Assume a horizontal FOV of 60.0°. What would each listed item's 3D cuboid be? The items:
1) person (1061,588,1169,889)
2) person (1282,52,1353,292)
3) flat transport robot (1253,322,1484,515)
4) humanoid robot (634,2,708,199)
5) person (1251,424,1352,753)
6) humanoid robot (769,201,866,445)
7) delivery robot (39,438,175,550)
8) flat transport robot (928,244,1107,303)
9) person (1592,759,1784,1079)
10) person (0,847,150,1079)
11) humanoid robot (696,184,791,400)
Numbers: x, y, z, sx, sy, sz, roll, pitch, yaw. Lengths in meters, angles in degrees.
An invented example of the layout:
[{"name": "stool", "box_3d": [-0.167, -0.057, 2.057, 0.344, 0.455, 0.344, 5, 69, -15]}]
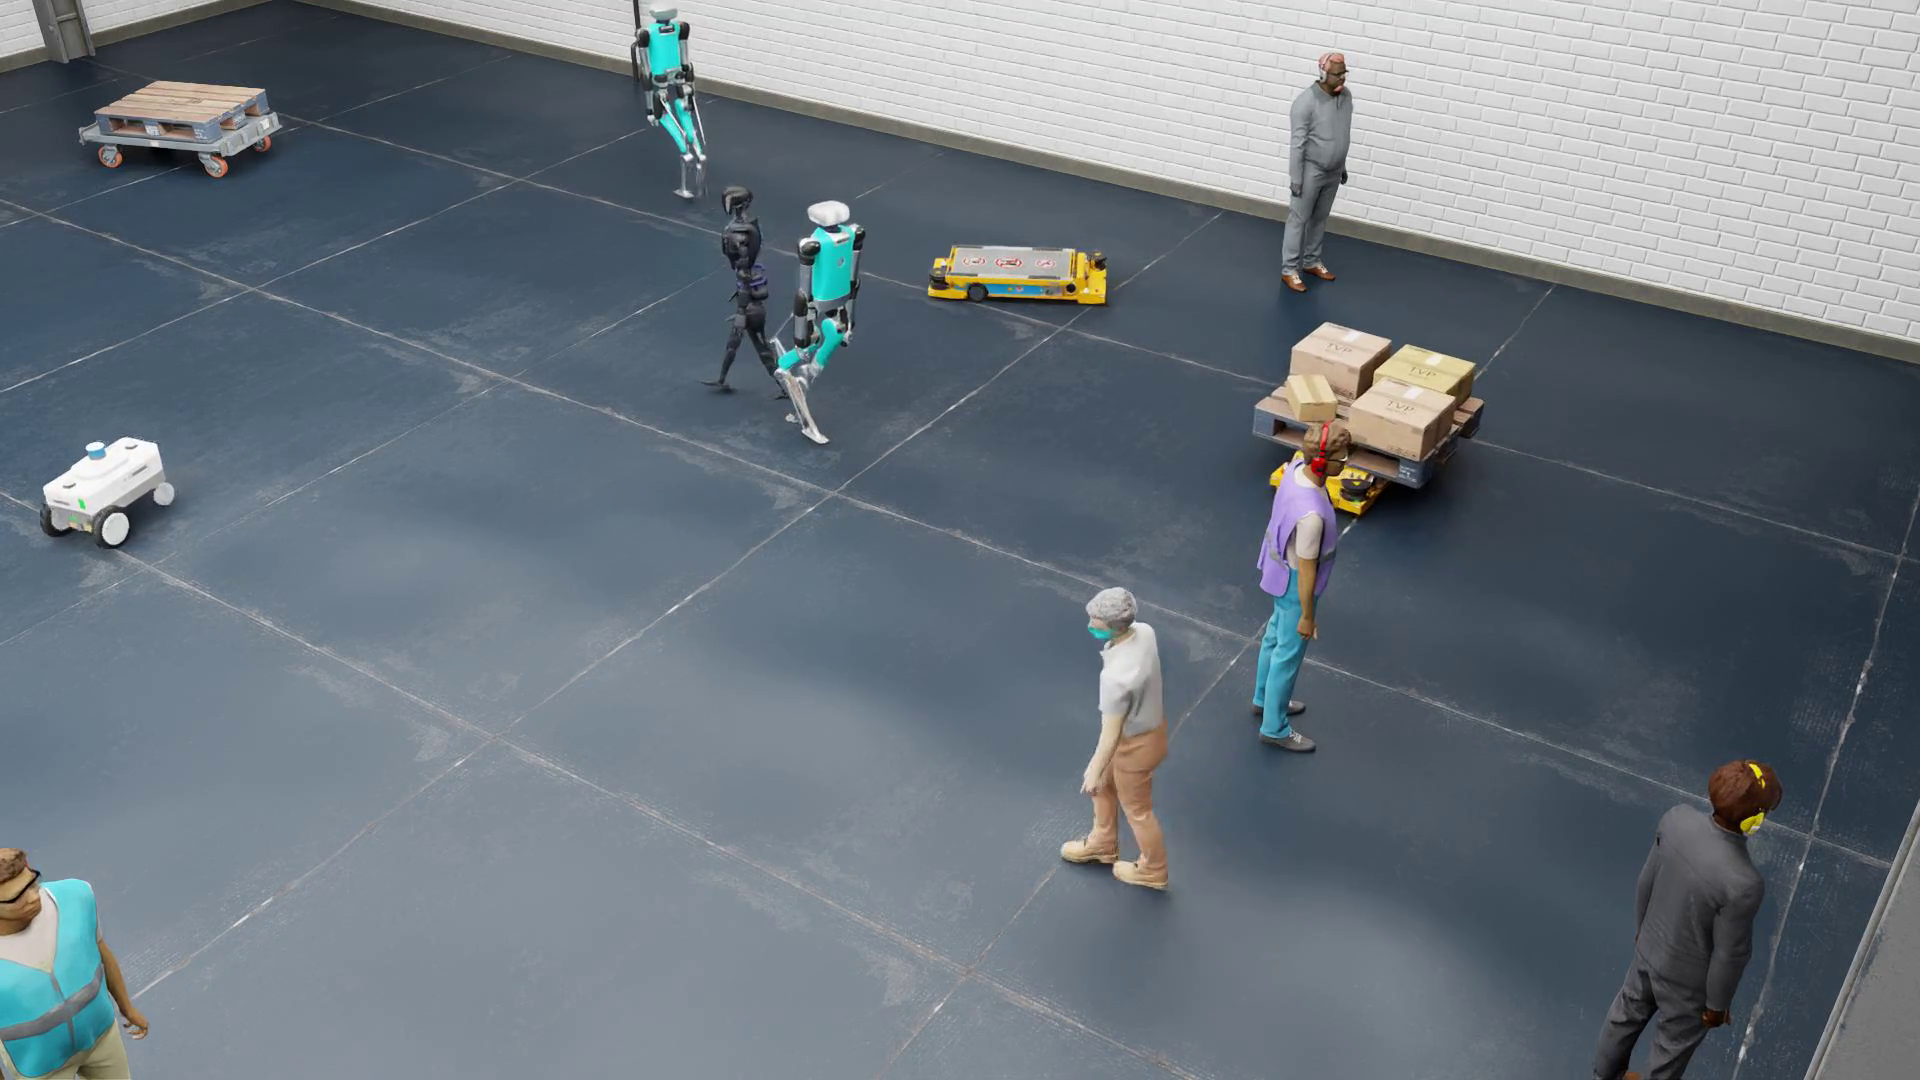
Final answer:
[{"name": "person", "box_3d": [0.708, 0.909, 7.516, 0.638, 1.701, 0.509, 6, 33, 9]}, {"name": "person", "box_3d": [2.893, -2.956, 13.341, 0.638, 1.910, 0.409, -23, 39, -31]}, {"name": "flat transport robot", "box_3d": [2.728, -0.634, 11.242, 0.659, 0.231, 1.431, 22, 39, 30]}, {"name": "humanoid robot", "box_3d": [-2.480, -3.800, 14.911, 0.541, 1.896, 0.714, -26, 41, -34]}, {"name": "person", "box_3d": [1.698, 0.231, 8.439, 0.373, 1.843, 0.568, 1, 33, 2]}, {"name": "humanoid robot", "box_3d": [-1.030, -1.422, 11.224, 0.767, 1.900, 0.568, 27, 41, 35]}, {"name": "delivery robot", "box_3d": [-5.389, -0.338, 10.500, 0.499, 0.576, 0.768, 11, 34, 17]}, {"name": "flat transport robot", "box_3d": [0.481, -2.176, 13.642, 1.431, 0.231, 0.659, 3, 33, 4]}, {"name": "person", "box_3d": [2.741, 1.586, 6.304, 0.336, 1.873, 0.501, -10, 34, -15]}, {"name": "person", "box_3d": [-3.224, 1.811, 5.976, 0.390, 1.849, 0.563, 17, 36, 24]}, {"name": "humanoid robot", "box_3d": [-1.540, -1.697, 11.628, 0.730, 1.633, 0.601, -5, 33, -7]}]
